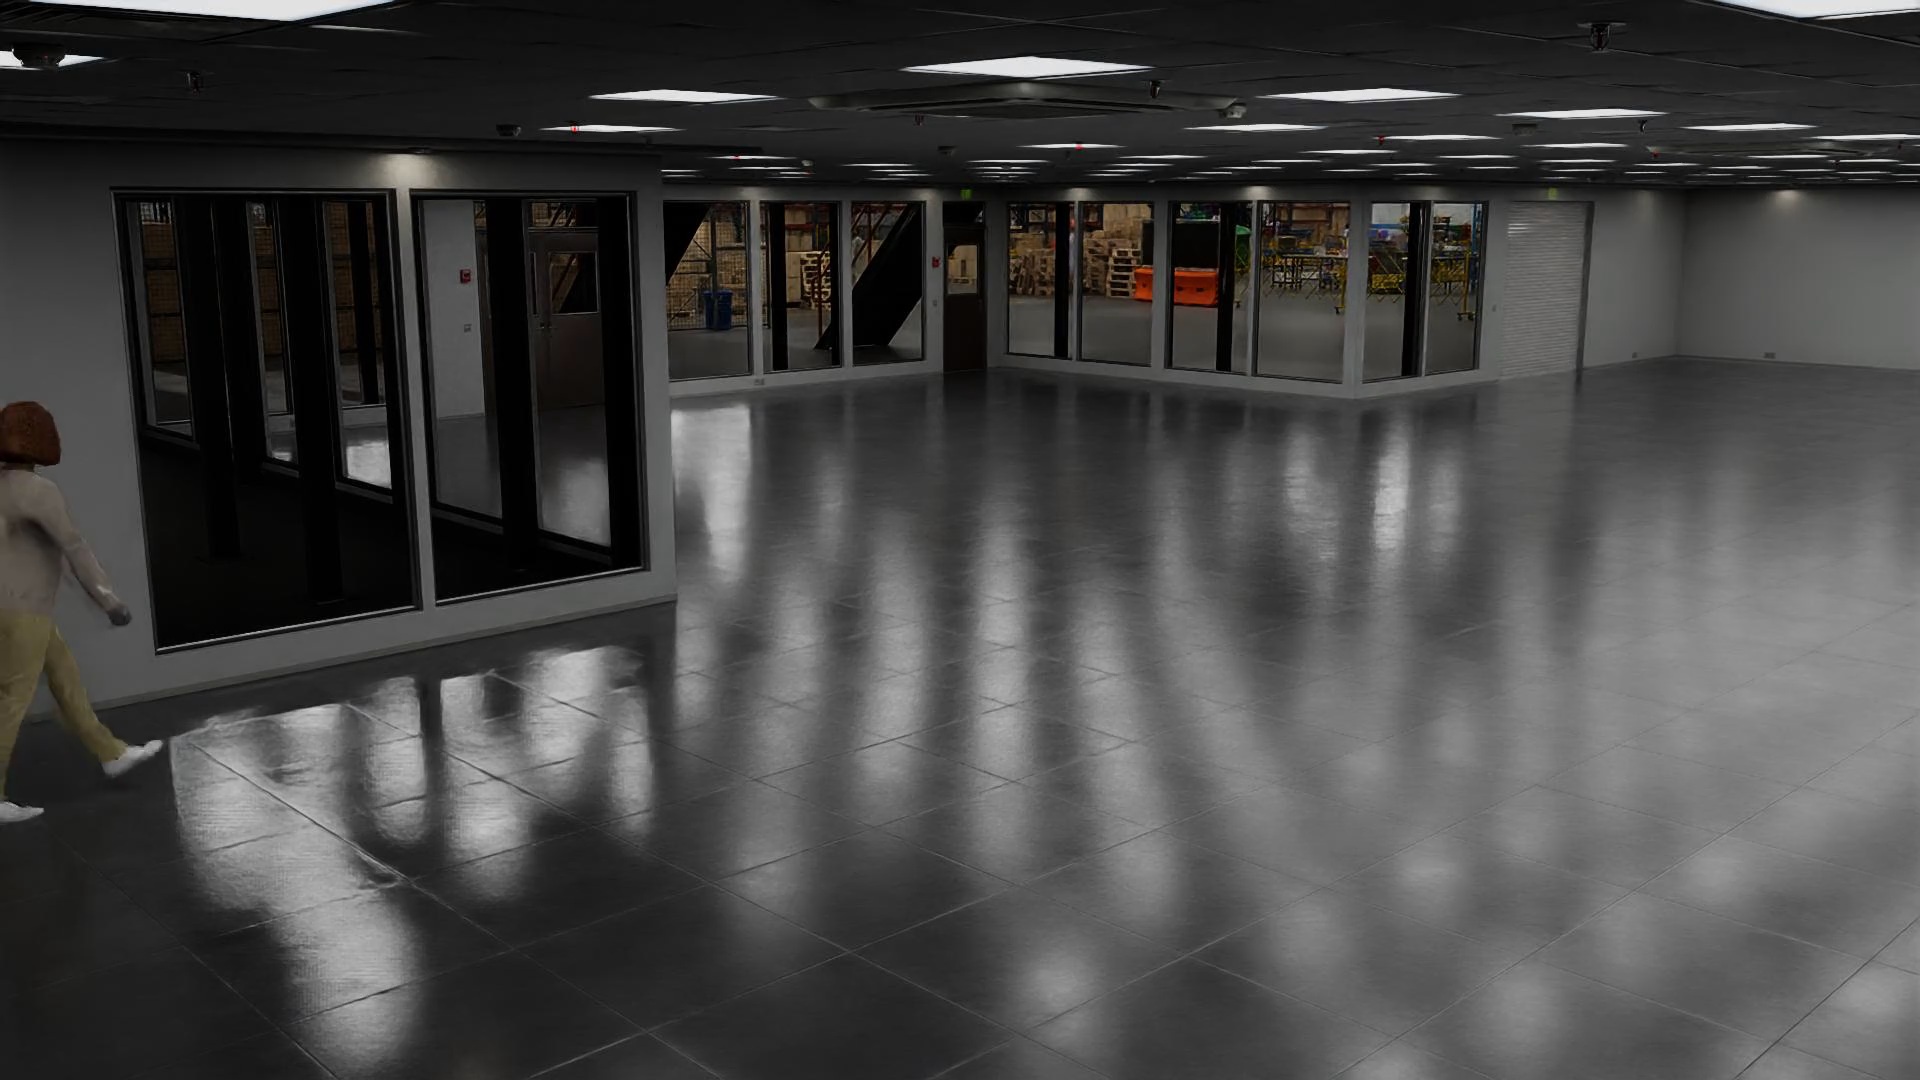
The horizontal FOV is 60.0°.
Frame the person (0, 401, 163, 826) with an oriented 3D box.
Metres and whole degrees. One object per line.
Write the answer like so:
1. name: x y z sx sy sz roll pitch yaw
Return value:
1. person: -3.517 0.263 6.444 0.513 1.592 0.853 9 15 39
